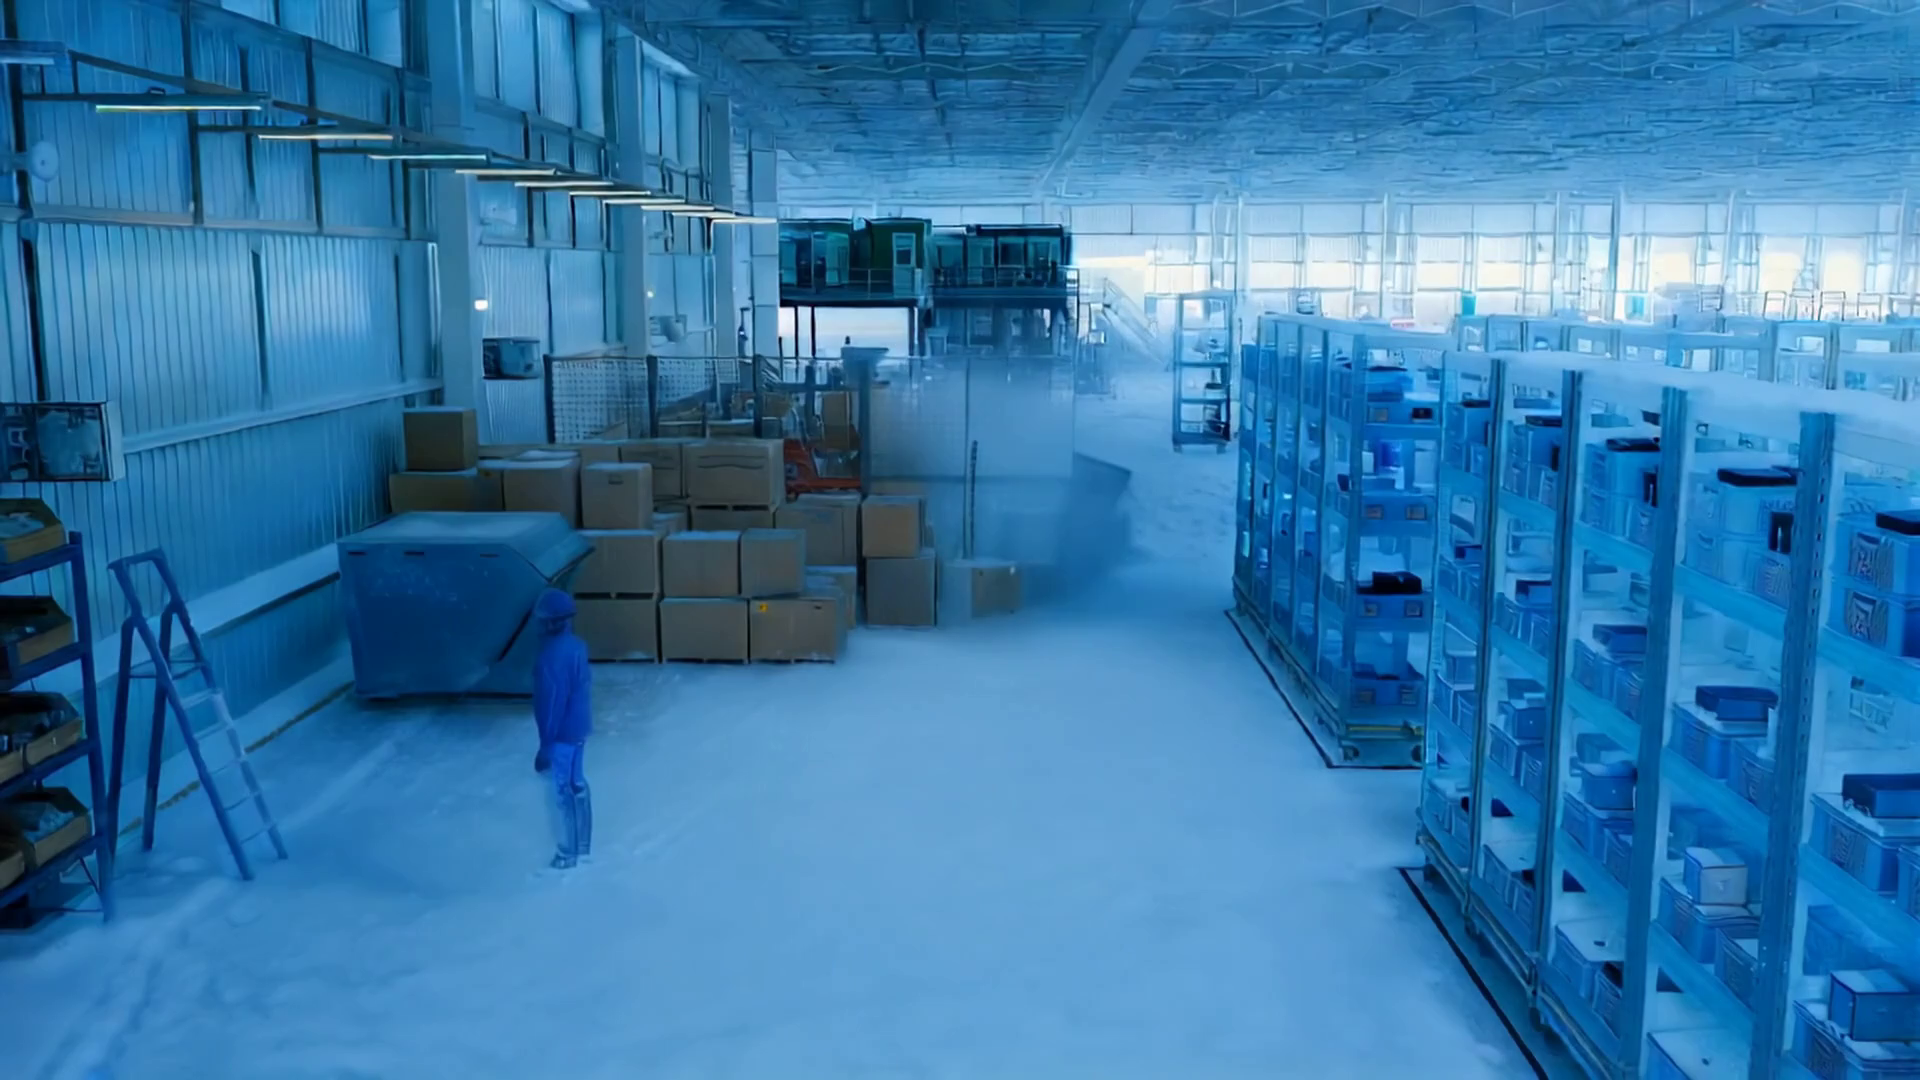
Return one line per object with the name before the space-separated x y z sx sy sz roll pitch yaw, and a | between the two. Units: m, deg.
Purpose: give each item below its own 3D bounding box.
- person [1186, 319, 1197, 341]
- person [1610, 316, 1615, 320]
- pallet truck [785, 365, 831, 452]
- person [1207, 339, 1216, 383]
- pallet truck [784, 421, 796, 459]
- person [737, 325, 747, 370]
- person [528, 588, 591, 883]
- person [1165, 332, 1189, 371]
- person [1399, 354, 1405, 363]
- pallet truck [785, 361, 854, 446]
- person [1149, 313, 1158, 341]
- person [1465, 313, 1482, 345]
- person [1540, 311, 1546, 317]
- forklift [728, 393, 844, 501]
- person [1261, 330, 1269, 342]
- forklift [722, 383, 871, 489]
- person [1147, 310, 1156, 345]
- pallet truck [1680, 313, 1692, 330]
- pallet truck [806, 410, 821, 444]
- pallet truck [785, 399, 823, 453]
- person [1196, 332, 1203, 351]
person | 13.724 -12.575 97.281 0.973 1.872 0.646 -1 9 -4
person | 32.505 -10.258 82.944 0.334 1.873 0.521 9 13 43
pallet truck | -3.774 -2.976 37.635 1.885 1.965 0.823 1 9 5
person | 8.622 -5.987 56.937 0.365 1.750 0.552 2 9 14
pallet truck | -4.013 -1.793 32.705 1.601 1.201 0.680 0 9 1
person | -8.719 -7.651 66.687 0.371 1.929 0.585 -5 11 -30
person | -2.698 1.307 11.225 0.376 1.995 0.612 1 9 8
person | 8.856 -7.824 67.870 0.925 1.902 0.542 -2 9 -13
person | 11.954 -4.098 44.968 0.514 1.866 0.329 -5 10 -26
pallet truck | -3.410 -3.193 38.978 1.885 1.965 0.823 0 9 -1
person | 11.294 -12.424 96.982 0.883 1.651 0.542 -3 10 -15
person | 27.697 -11.311 89.675 0.954 1.791 0.624 4 10 23
person | 31.253 -11.370 89.571 1.017 1.957 0.642 5 10 26
forklift | -2.979 -1.316 26.476 2.680 1.987 1.157 0 9 1
person | 13.304 -8.707 72.934 0.819 2.024 0.618 -3 10 -17
forklift | -2.893 -1.687 28.729 2.680 1.987 1.157 0 9 -1
person | 10.556 -11.700 91.535 0.627 1.971 0.771 7 12 38
pallet truck | 36.315 -10.531 84.244 0.823 1.965 1.885 -6 11 -33
pallet truck | -3.559 -2.018 33.905 1.522 1.261 0.704 0 9 -1
pallet truck | -3.814 -2.432 36.419 1.630 1.274 0.653 0 9 1
person | 12.341 -10.676 85.328 0.375 1.934 0.547 5 11 31
